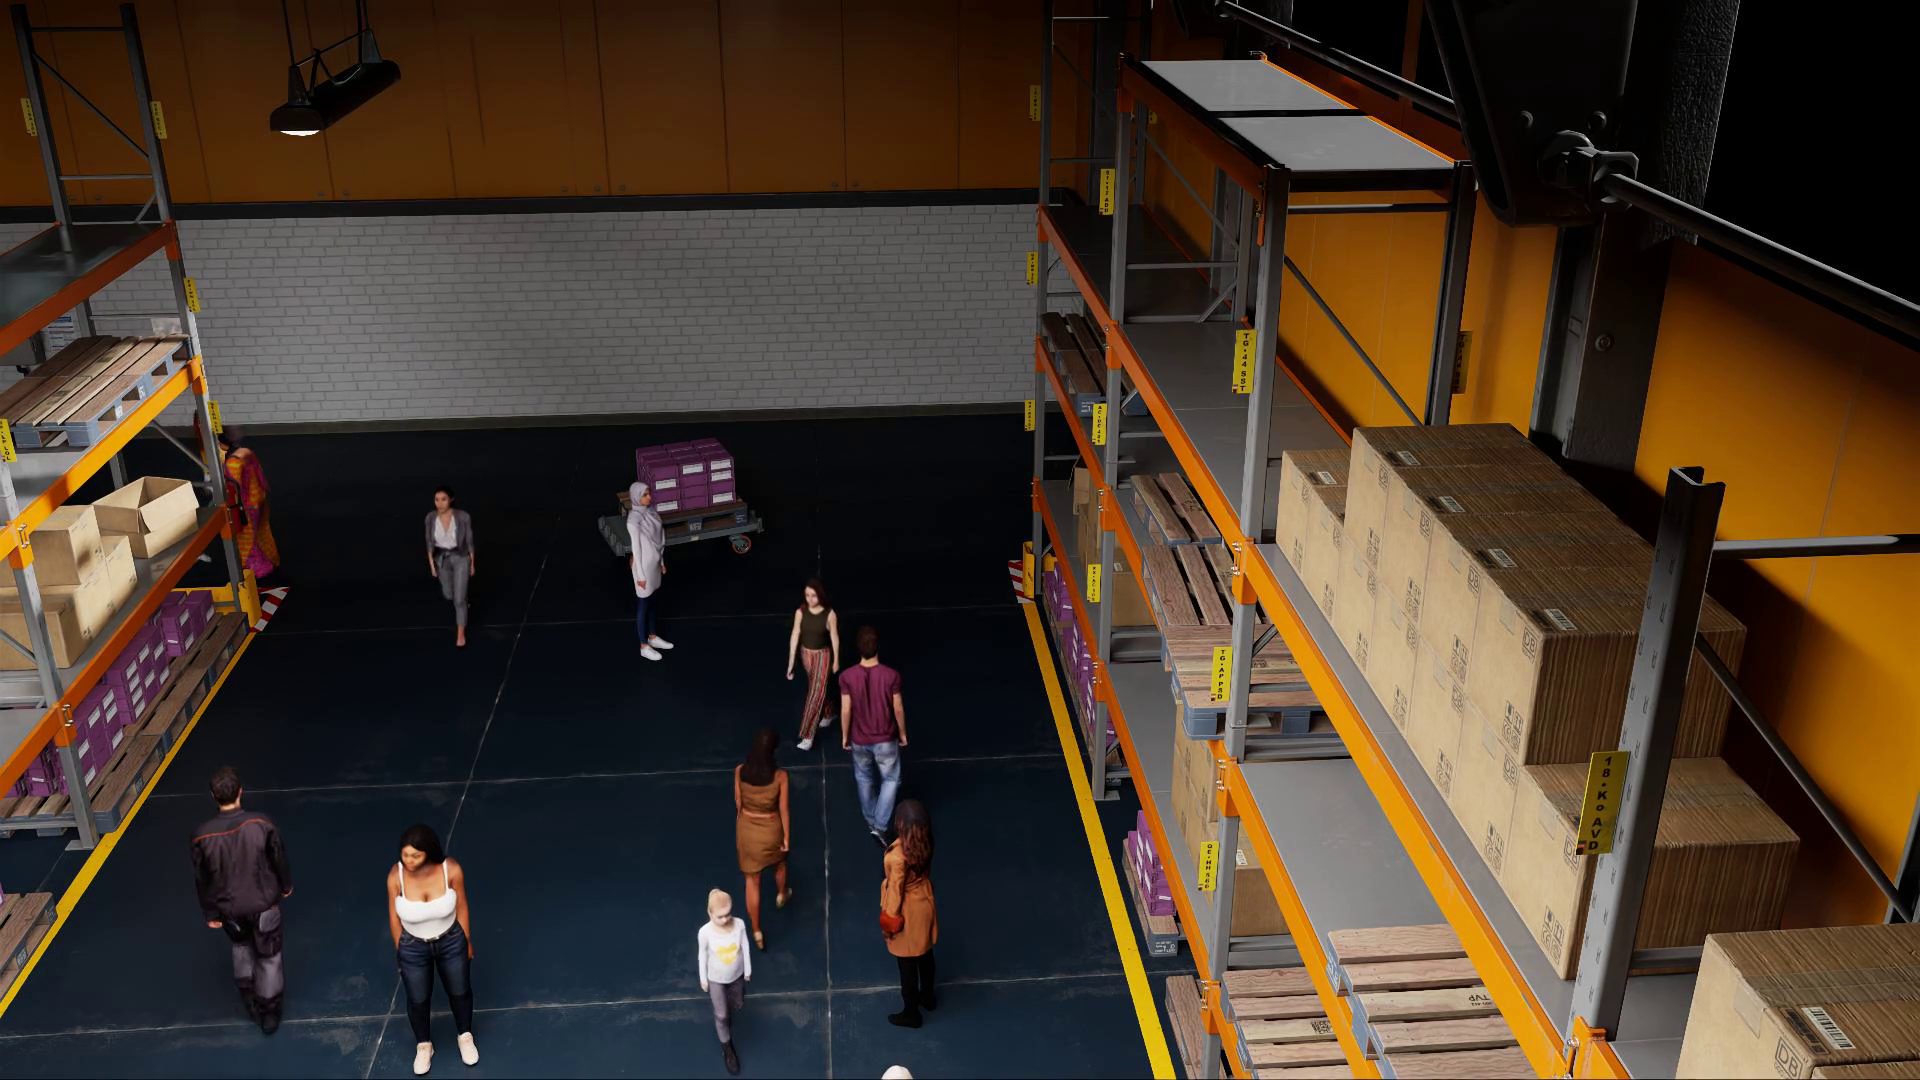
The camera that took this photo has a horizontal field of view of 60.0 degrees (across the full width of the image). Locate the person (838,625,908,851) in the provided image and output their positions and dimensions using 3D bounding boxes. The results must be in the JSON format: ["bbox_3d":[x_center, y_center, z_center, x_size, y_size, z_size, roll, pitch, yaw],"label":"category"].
[{"bbox_3d":[-0.667,1.553,12.920,0.782,1.832,1.028,2,24,4],"label":"person"}]

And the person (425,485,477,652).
[{"bbox_3d":[-4.906,0.219,16.190,0.651,1.657,0.977,0,24,0],"label":"person"}]

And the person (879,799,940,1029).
[{"bbox_3d":[-0.325,2.455,10.998,0.838,1.719,0.741,14,27,28],"label":"person"}]

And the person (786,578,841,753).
[{"bbox_3d":[-1.231,1.021,14.537,0.850,1.511,1.133,8,25,18],"label":"person"}]

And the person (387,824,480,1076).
[{"bbox_3d":[-3.368,2.573,10.617,0.678,1.807,0.656,-6,24,-14],"label":"person"}]

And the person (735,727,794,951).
[{"bbox_3d":[-1.410,2.153,11.767,0.699,1.657,0.958,0,24,0],"label":"person"}]

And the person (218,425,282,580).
[{"bbox_3d":[-7.586,-0.429,17.680,0.761,1.652,0.564,-4,24,-8],"label":"person"}]

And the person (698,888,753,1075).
[{"bbox_3d":[-1.539,2.789,10.805,0.662,1.263,0.866,-10,26,-22],"label":"person"}]

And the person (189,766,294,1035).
[{"bbox_3d":[-4.659,2.398,10.865,0.783,1.930,0.787,-7,25,-16],"label":"person"}]

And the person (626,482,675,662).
[{"bbox_3d":[-3.000,0.274,15.917,0.743,1.776,0.604,8,25,17],"label":"person"}]
